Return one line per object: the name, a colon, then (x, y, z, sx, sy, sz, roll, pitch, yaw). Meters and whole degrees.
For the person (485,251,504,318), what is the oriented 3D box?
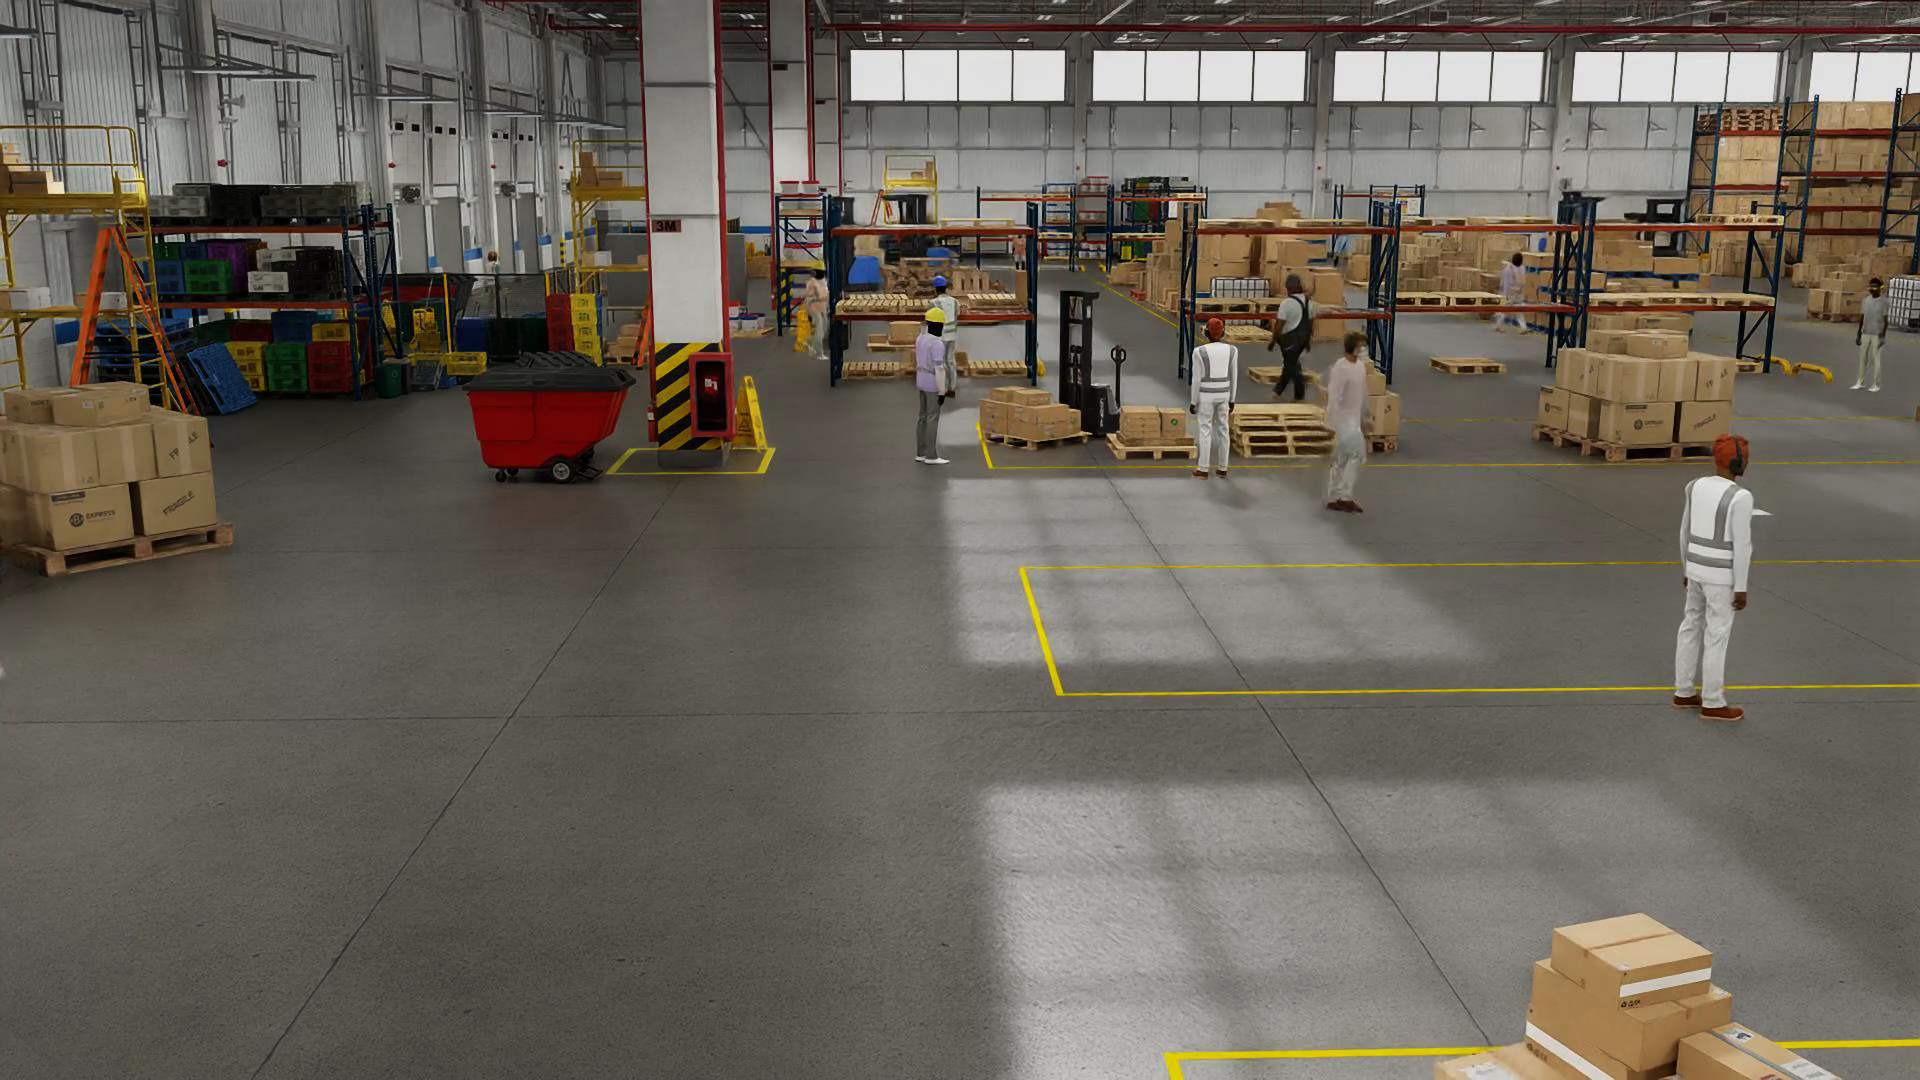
person: (-11.467, -6.267, 40.866, 0.521, 1.632, 0.314, 10, 16, 38)

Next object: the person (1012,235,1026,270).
person: (1.989, -9.531, 55.484, 0.536, 1.681, 0.503, 0, 12, 1)

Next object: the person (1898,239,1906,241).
person: (30.660, -9.263, 54.277, 0.500, 1.683, 0.535, 2, 13, 8)

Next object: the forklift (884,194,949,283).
forklift: (-1.391, -9.790, 53.922, 1.873, 2.768, 1.129, -7, 14, -28)

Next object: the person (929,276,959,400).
person: (-0.280, -3.186, 26.247, 0.402, 1.940, 0.602, 12, 17, 42)

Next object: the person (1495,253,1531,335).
person: (12.251, -5.442, 36.780, 0.638, 1.794, 0.987, -6, 14, -25)

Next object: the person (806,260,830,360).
person: (-2.732, -4.402, 31.801, 0.533, 1.909, 0.603, 8, 15, 32)

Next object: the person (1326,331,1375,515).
person: (4.133, -1.221, 17.439, 0.602, 1.918, 0.636, 7, 14, 28)

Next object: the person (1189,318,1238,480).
person: (2.951, -1.639, 19.392, 0.574, 1.883, 0.355, -4, 13, -17)

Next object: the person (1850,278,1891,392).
person: (14.922, -3.357, 27.215, 0.325, 1.860, 0.511, -6, 14, -27)

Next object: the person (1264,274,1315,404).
person: (5.049, -3.121, 25.723, 0.695, 2.000, 0.979, -12, 17, -43)

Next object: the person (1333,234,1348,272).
person: (13.588, -10.351, 59.251, 0.876, 1.643, 0.532, -6, 14, -24)

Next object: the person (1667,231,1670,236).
person: (26.615, -11.140, 62.161, 0.371, 1.939, 0.543, 5, 13, 21)

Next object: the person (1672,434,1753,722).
person: (4.947, 0.243, 10.898, 0.362, 1.882, 0.576, -3, 13, -14)

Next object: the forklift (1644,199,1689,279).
forklift: (19.149, -7.912, 45.444, 1.129, 2.768, 1.873, -3, 13, -14)

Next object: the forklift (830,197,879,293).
forklift: (-3.427, -8.677, 48.896, 1.873, 2.768, 1.129, -8, 15, -31)

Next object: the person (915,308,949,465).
person: (-0.333, -1.885, 20.424, 0.390, 1.921, 0.583, -7, 14, -29)

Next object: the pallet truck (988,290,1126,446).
pallet truck: (1.257, -2.299, 22.111, 1.885, 1.965, 0.823, -9, 15, -35)

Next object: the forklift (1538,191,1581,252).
forklift: (22.834, -11.661, 62.371, 1.873, 2.768, 1.129, 12, 17, 43)
